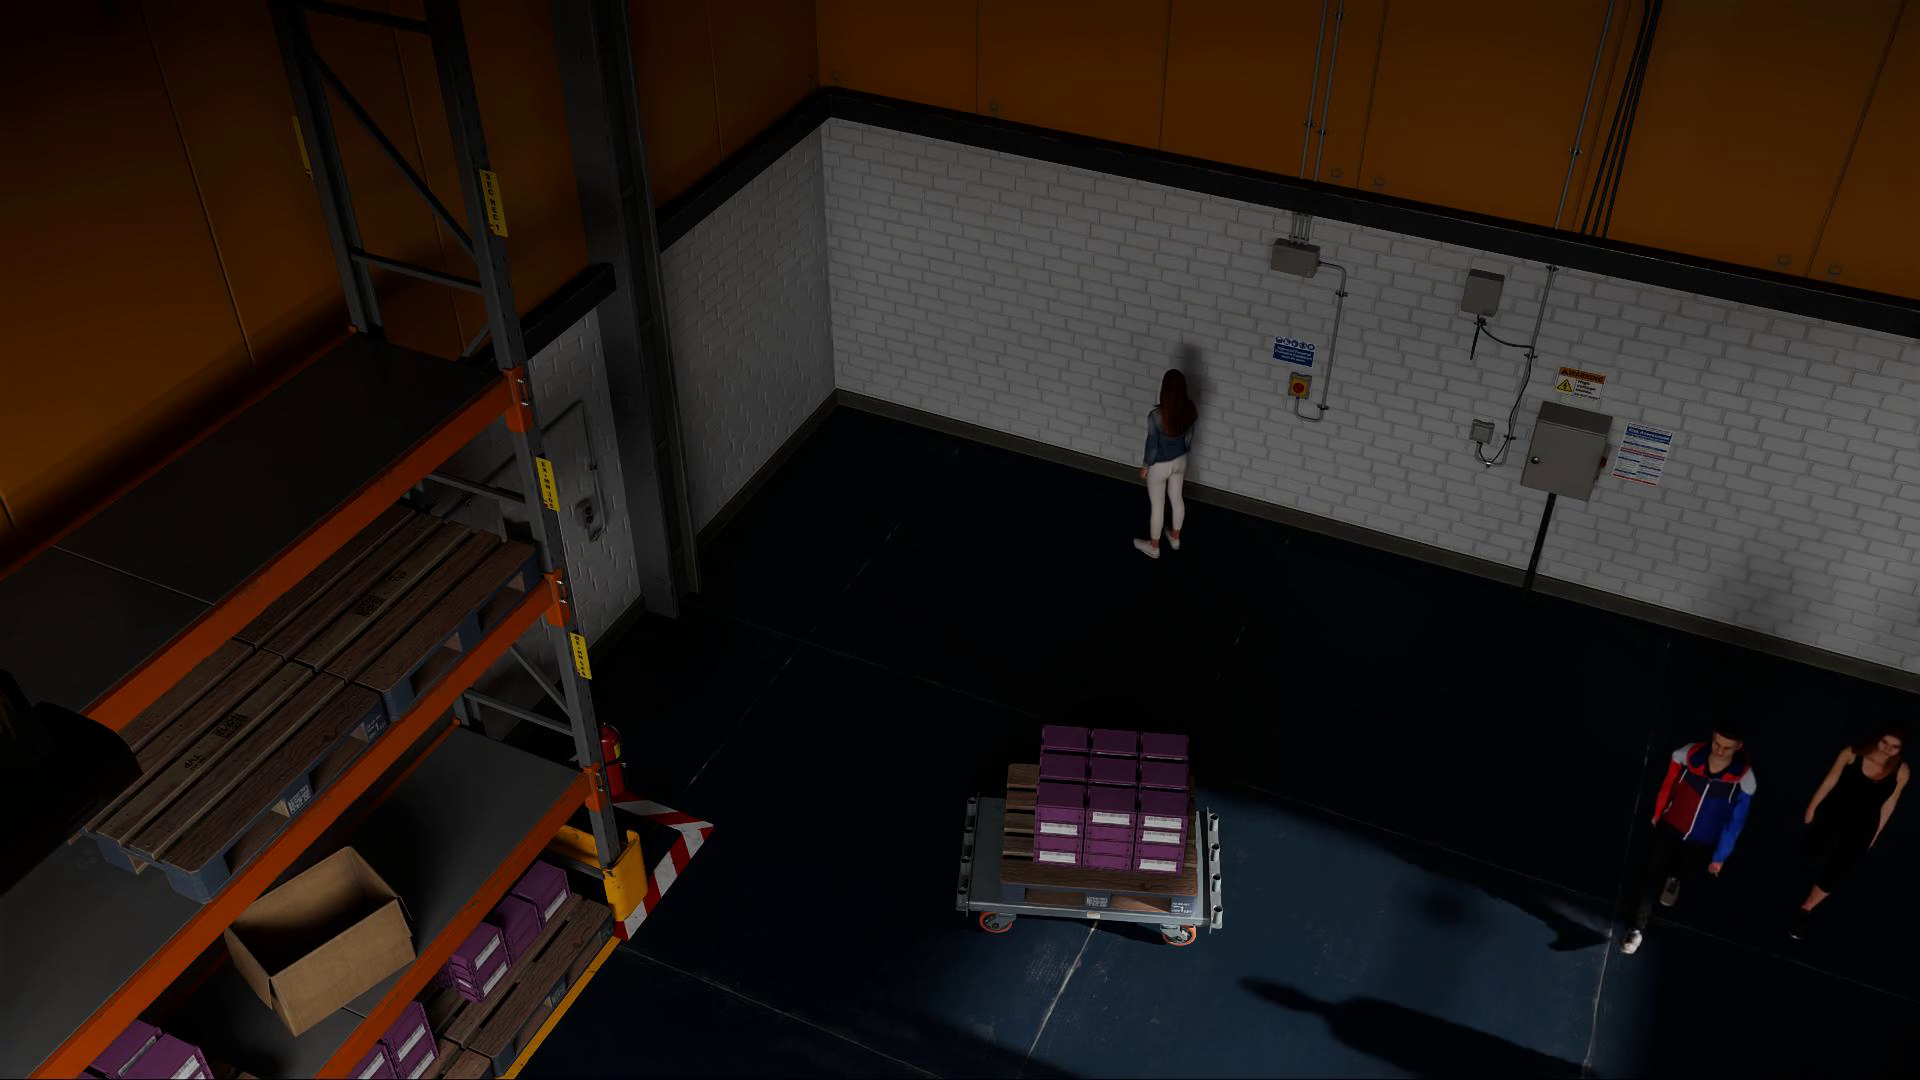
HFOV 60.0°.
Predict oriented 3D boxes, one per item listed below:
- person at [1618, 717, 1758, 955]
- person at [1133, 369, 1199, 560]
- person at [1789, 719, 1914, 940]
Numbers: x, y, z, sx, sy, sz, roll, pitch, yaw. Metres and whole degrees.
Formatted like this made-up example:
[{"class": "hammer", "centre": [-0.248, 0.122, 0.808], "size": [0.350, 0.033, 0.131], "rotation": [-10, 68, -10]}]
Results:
[{"class": "person", "centre": [4.514, 1.703, 10.189], "size": [0.765, 1.711, 1.169], "rotation": [22, 44, 25]}, {"class": "person", "centre": [1.639, -0.596, 13.075], "size": [0.648, 1.702, 0.749], "rotation": [-20, 43, -23]}, {"class": "person", "centre": [5.471, 1.681, 10.220], "size": [0.701, 1.707, 1.013], "rotation": [26, 45, 29]}]
